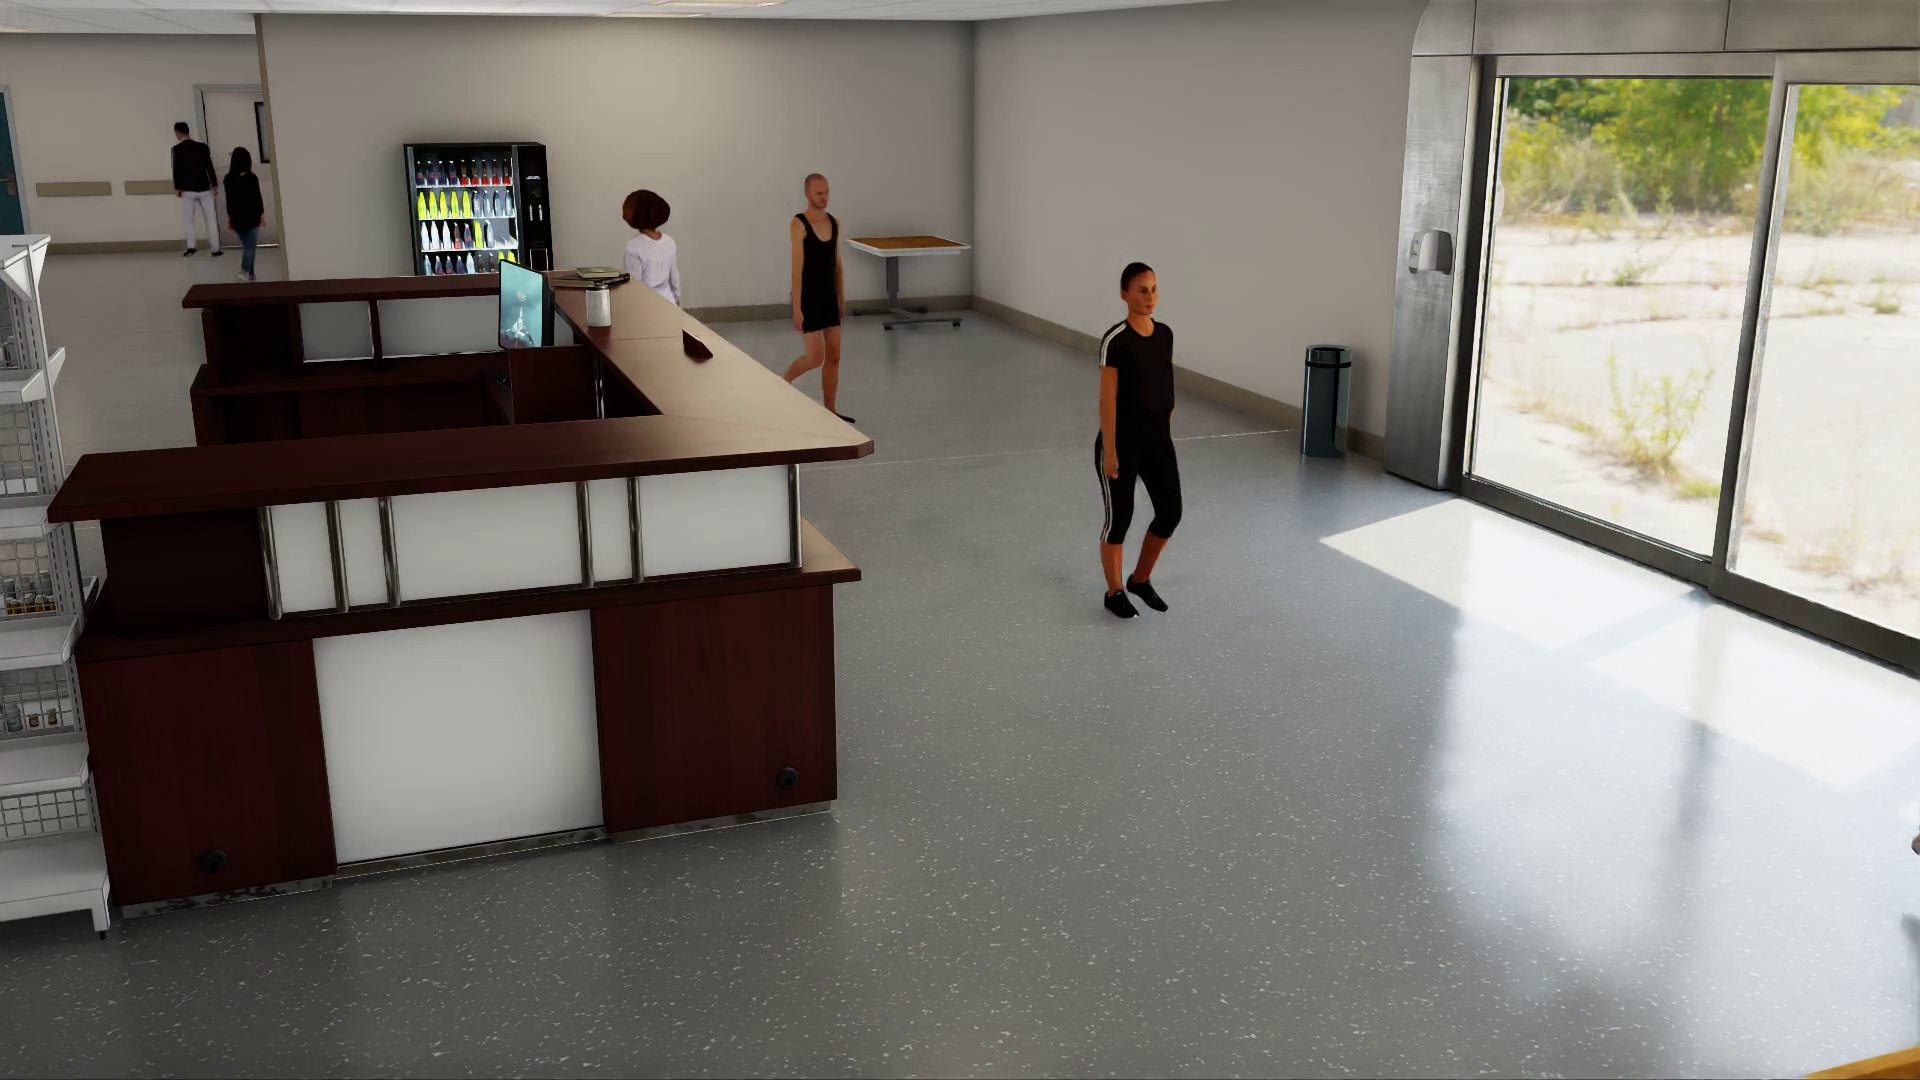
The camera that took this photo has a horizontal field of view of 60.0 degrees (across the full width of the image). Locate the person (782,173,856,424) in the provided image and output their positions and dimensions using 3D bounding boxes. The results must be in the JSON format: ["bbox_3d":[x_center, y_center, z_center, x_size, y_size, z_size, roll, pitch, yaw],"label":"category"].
[{"bbox_3d":[-1.096,-1.687,11.827,1.005,1.794,0.956,9,18,30],"label":"person"}]

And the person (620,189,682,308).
[{"bbox_3d":[-2.070,-1.554,11.568,1.191,1.679,1.056,-15,22,-43],"label":"person"}]

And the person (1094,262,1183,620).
[{"bbox_3d":[0.765,-0.462,7.733,0.578,1.658,0.700,-9,18,-30],"label":"person"}]

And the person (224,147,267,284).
[{"bbox_3d":[-8.343,-3.720,19.372,1.031,1.614,0.860,0,16,0],"label":"person"}]

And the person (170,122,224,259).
[{"bbox_3d":[-10.474,-4.767,22.715,0.735,1.815,0.804,-3,16,-9],"label":"person"}]
